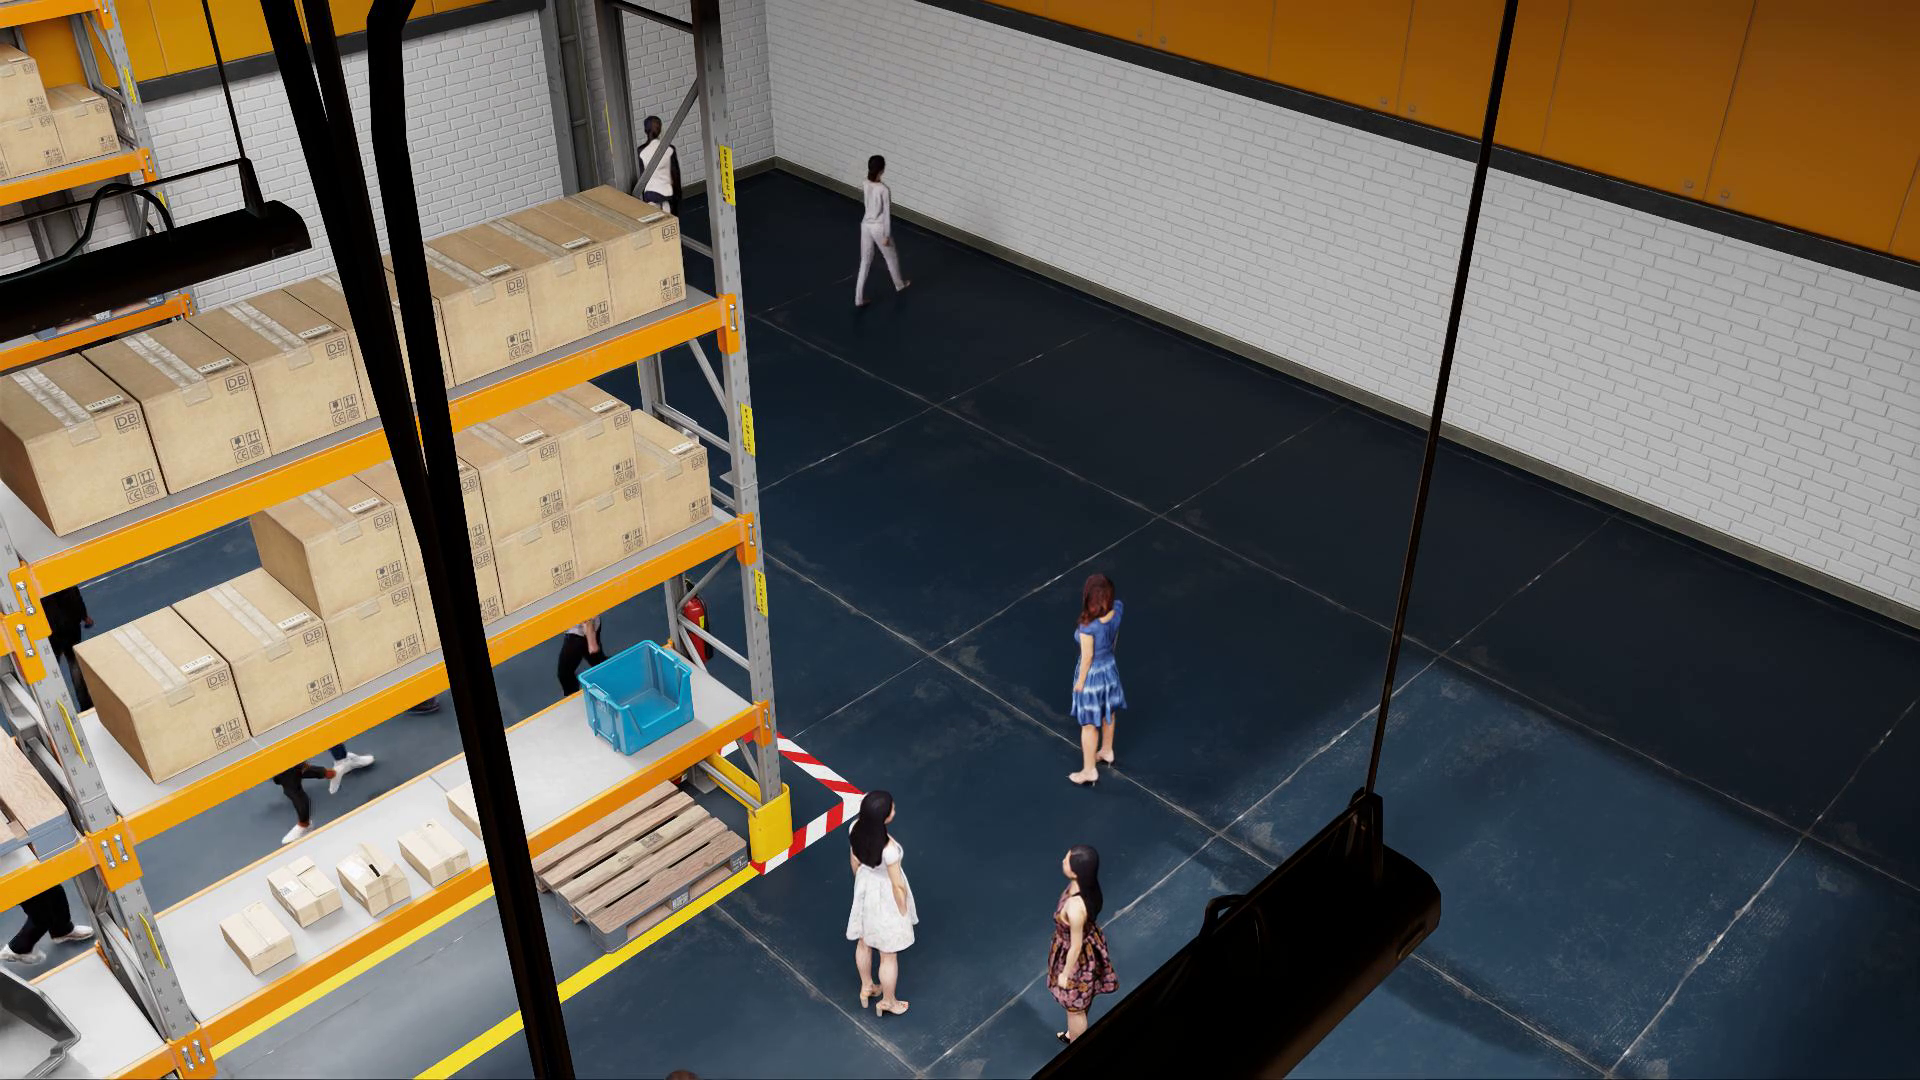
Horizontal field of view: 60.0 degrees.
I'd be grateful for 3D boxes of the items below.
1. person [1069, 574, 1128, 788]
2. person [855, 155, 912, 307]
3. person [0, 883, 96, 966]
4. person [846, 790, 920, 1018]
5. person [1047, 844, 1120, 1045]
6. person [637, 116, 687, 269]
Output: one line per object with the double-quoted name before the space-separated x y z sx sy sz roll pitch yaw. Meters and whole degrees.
"person" 0.980 1.010 12.057 0.760 1.806 0.559 22 39 29
"person" -1.012 -3.470 18.868 0.680 1.727 1.112 23 40 31
"person" -6.045 2.043 10.626 0.890 1.669 0.827 -12 36 -18
"person" -0.494 2.234 10.244 0.608 1.773 0.629 -29 43 -36
"person" 0.688 2.473 9.883 0.856 1.775 0.777 7 34 11
"person" -3.540 -4.058 19.604 0.690 1.890 0.836 -11 35 -16
